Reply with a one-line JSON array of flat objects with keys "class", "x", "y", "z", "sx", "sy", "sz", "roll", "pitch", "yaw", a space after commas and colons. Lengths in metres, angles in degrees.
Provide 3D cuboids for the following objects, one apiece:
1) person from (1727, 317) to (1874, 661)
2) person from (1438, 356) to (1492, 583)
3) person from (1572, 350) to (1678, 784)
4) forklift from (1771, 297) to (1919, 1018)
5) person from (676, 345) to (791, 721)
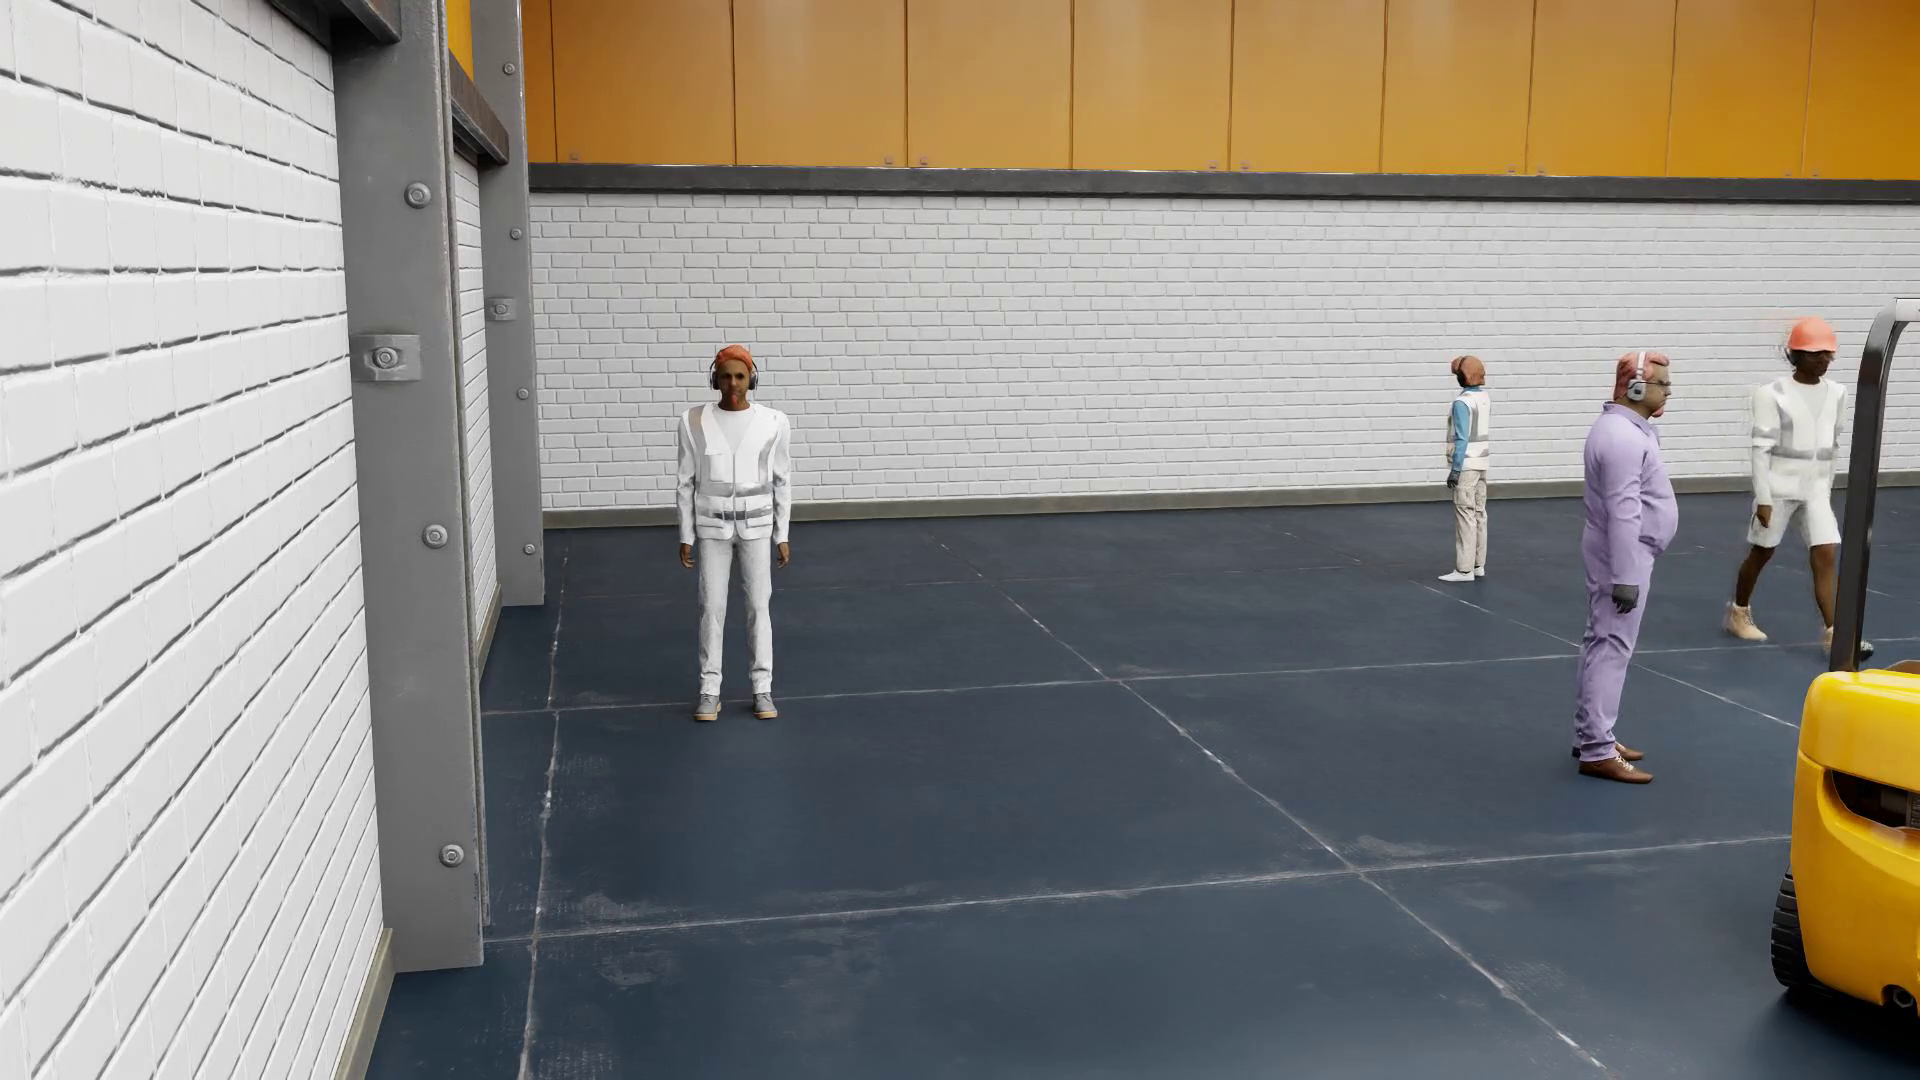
[{"class": "person", "x": 4.902, "y": -0.296, "z": 9.687, "sx": 0.619, "sy": 1.975, "sz": 1.094, "roll": -1, "pitch": 9, "yaw": -6}, {"class": "person", "x": 3.660, "y": -0.507, "z": 11.999, "sx": 0.310, "sy": 1.636, "sz": 0.523, "roll": 7, "pitch": 12, "yaw": 37}, {"class": "person", "x": 2.974, "y": 0.110, "z": 7.423, "sx": 0.403, "sy": 1.904, "sz": 0.652, "roll": 3, "pitch": 10, "yaw": 17}, {"class": "forklift", "x": 3.542, "y": 0.334, "z": 5.177, "sx": 2.313, "sy": 2.155, "sz": 1.214, "roll": -9, "pitch": 13, "yaw": -43}, {"class": "person", "x": -1.129, "y": -0.029, "z": 8.341, "sx": 0.576, "sy": 1.882, "sz": 0.355, "roll": -1, "pitch": 9, "yaw": -8}]
